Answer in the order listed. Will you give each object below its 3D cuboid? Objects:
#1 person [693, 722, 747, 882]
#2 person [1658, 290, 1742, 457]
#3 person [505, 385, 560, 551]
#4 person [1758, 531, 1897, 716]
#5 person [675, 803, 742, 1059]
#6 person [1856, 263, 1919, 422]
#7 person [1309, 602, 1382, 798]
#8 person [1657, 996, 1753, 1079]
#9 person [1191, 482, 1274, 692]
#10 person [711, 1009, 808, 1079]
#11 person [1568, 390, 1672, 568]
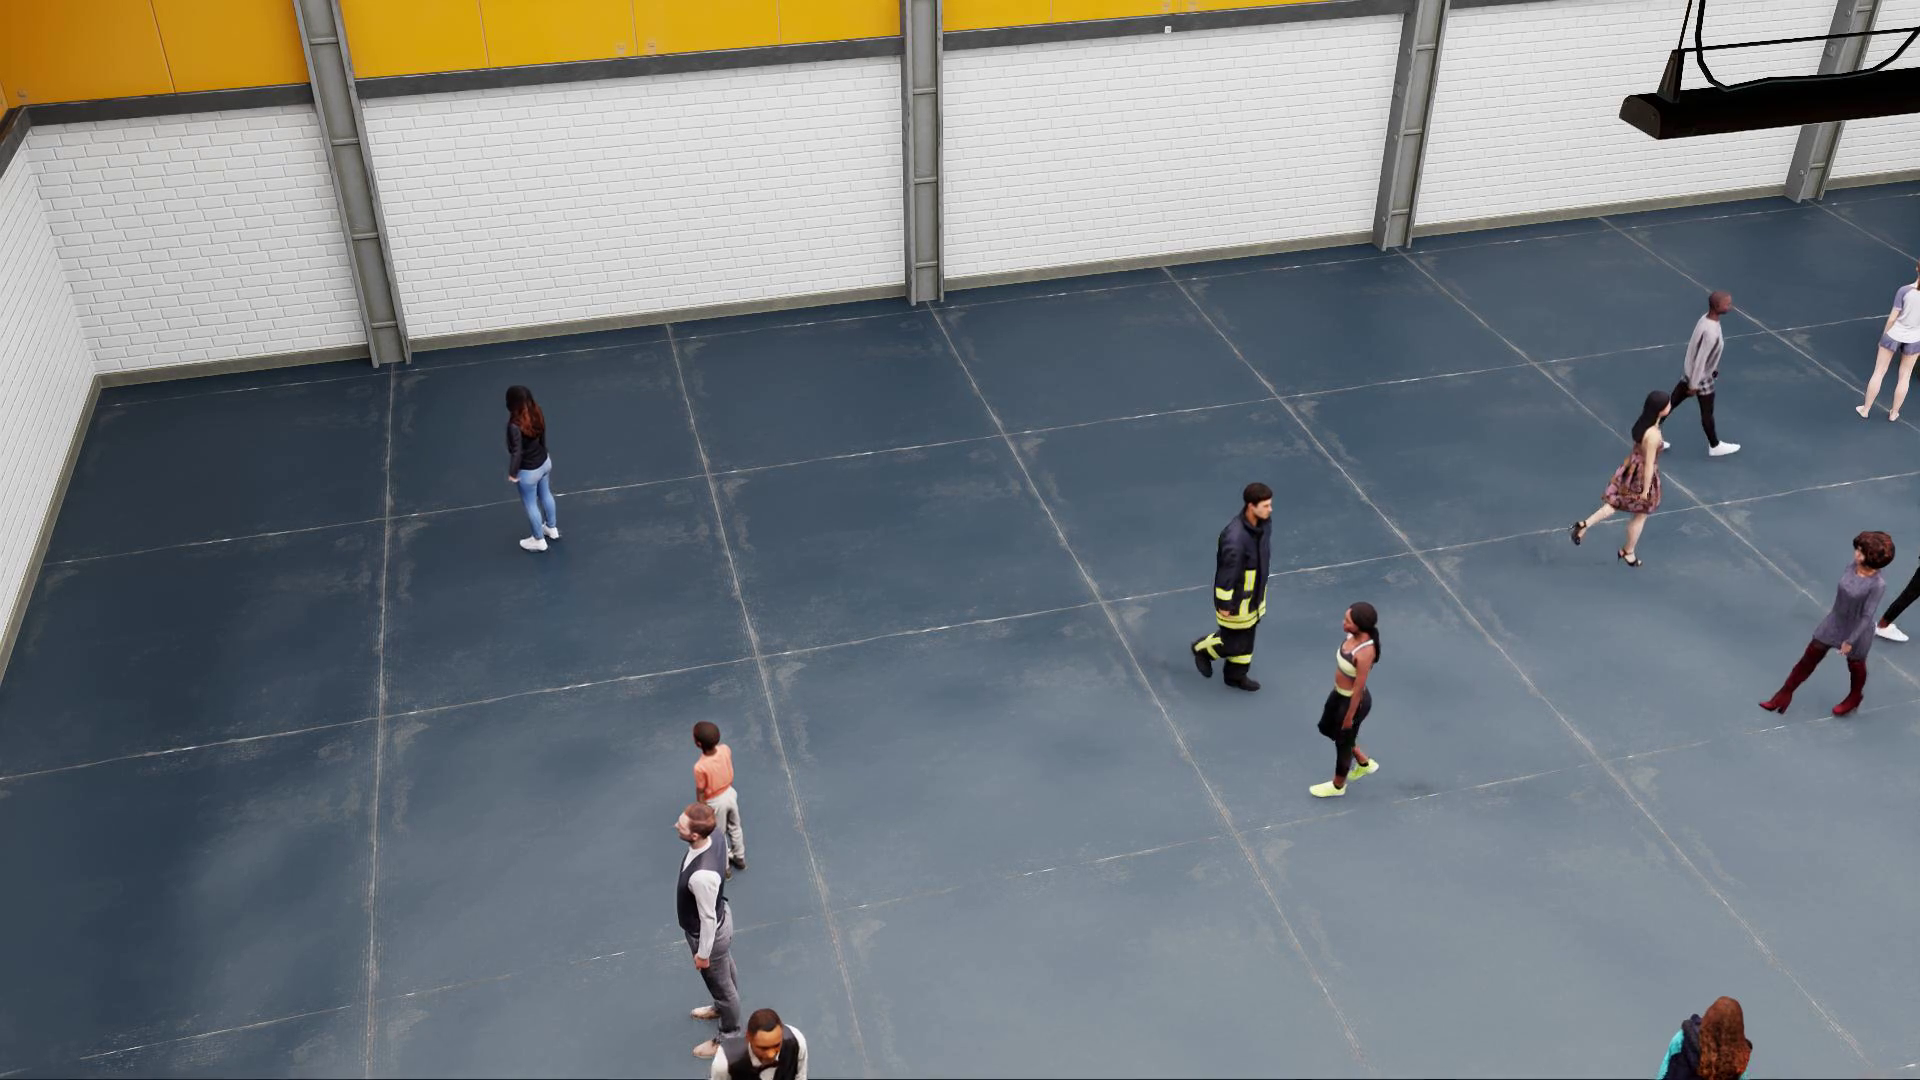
[{"bbox_3d":[-1.643,1.777,11.359,0.605,1.306,0.528,27,42,34],"label":"person"},{"bbox_3d":[7.020,-1.601,16.058,1.227,1.730,1.014,8,35,12],"label":"person"},{"bbox_3d":[-3.796,-0.655,14.725,0.760,1.630,0.748,13,36,19],"label":"person"},{"bbox_3d":[6.846,0.690,12.666,1.066,1.670,0.631,-7,34,-10],"label":"person"},{"bbox_3d":[-1.500,2.311,9.984,0.605,1.938,0.681,-4,34,-6],"label":"person"},{"bbox_3d":[9.443,-2.015,16.647,0.665,1.768,0.741,11,35,17],"label":"person"},{"bbox_3d":[2.878,1.156,11.896,0.793,1.746,0.691,1,34,2],"label":"person"},{"bbox_3d":[4.030,3.124,9.175,0.800,1.480,0.862,19,38,26],"label":"person"},{"bbox_3d":[2.116,0.349,12.956,1.066,1.916,0.998,25,41,33],"label":"person"},{"bbox_3d":[-1.089,3.027,8.996,1.356,1.840,0.810,-9,35,-13],"label":"person"},{"bbox_3d":[5.775,-0.502,14.380,1.021,1.758,0.810,2,34,3],"label":"person"}]
